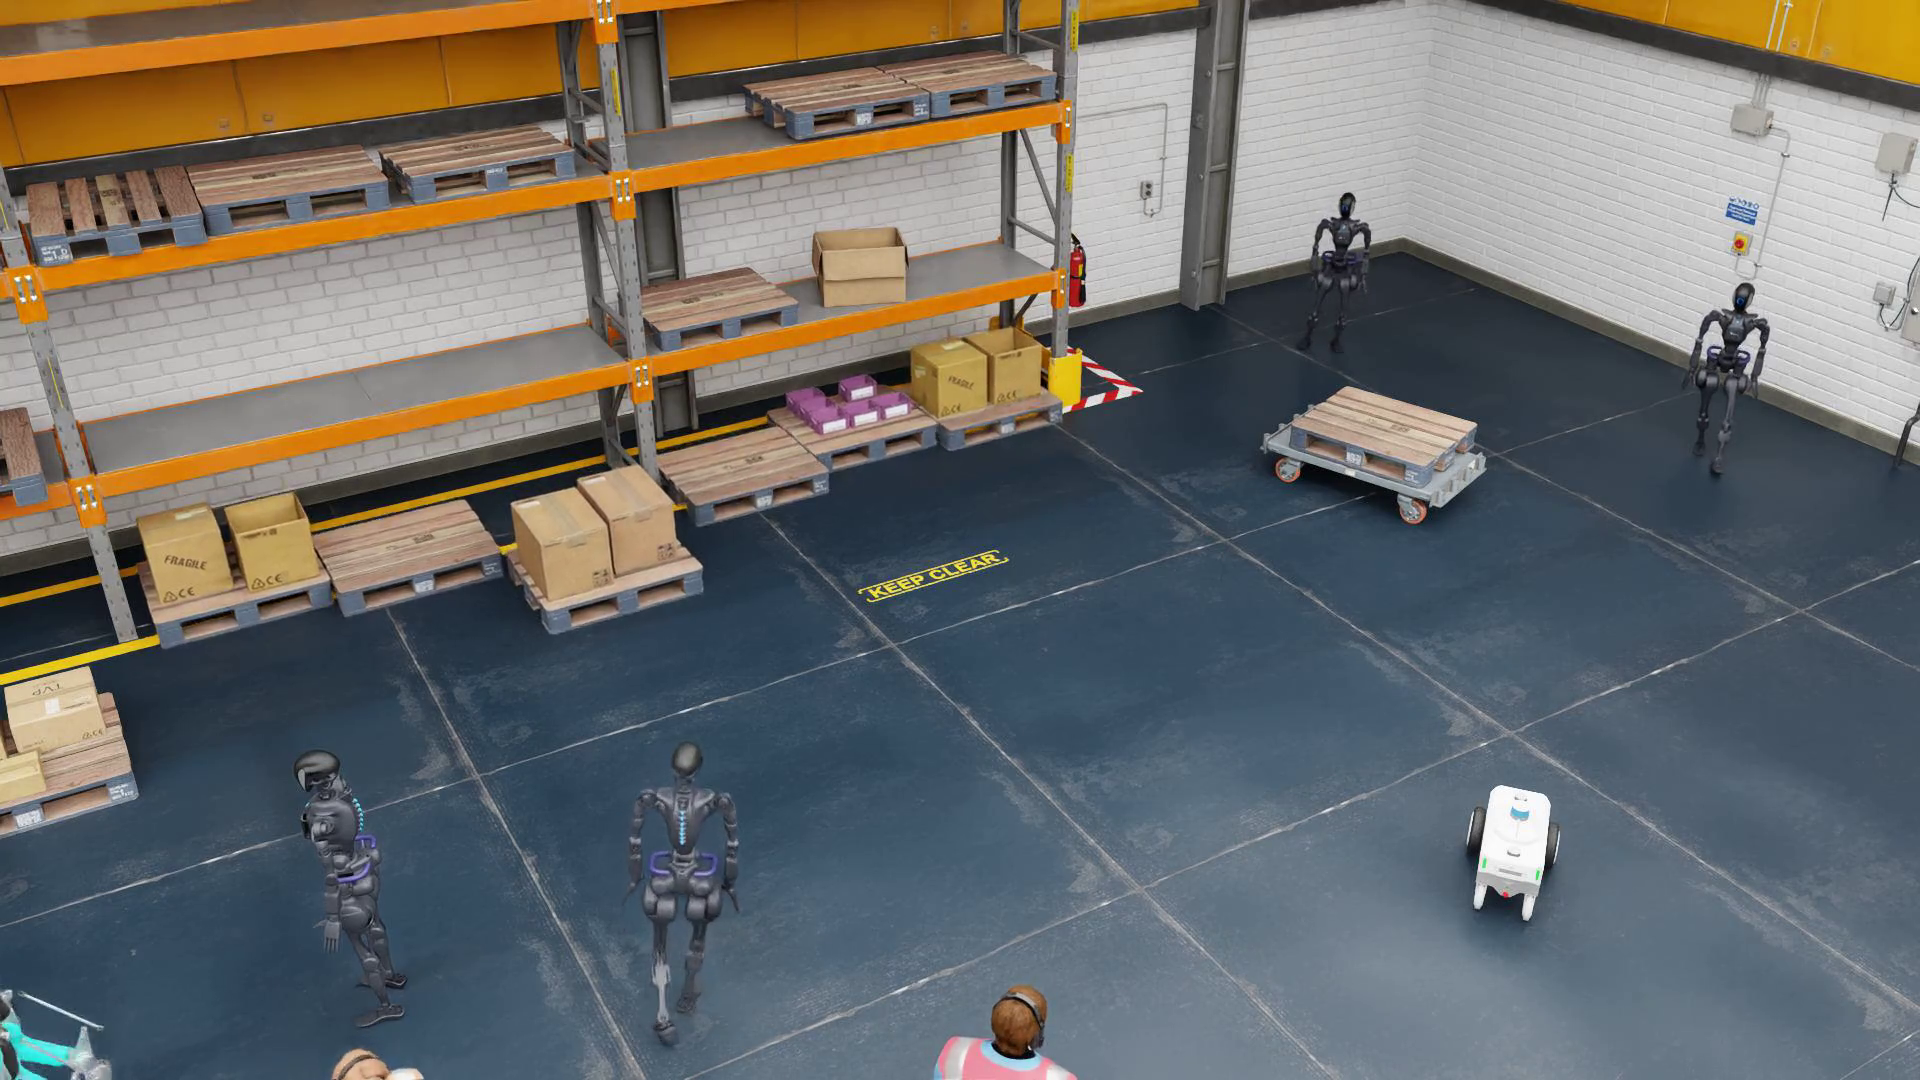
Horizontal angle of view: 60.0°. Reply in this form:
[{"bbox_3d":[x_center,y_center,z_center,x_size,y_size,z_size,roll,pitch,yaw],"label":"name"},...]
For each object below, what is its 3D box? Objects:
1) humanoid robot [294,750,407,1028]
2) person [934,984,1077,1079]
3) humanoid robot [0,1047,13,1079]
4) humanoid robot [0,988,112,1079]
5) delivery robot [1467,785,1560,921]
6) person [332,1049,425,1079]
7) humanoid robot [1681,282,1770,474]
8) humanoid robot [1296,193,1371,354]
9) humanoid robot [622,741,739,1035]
[{"bbox_3d":[-3.099,1.751,8.430,0.315,1.657,0.599,-4,30,-7],"label":"humanoid robot"},{"bbox_3d":[0.207,2.563,6.855,0.629,1.836,0.431,11,31,19],"label":"person"},{"bbox_3d":[-4.309,2.521,7.033,0.679,1.814,0.540,-7,30,-12],"label":"humanoid robot"},{"bbox_3d":[-4.204,2.240,7.539,0.739,1.798,0.553,-13,32,-22],"label":"humanoid robot"},{"bbox_3d":[3.189,1.759,9.590,0.499,0.614,0.808,10,31,18],"label":"delivery robot"},{"bbox_3d":[-2.389,2.665,6.887,0.706,1.610,0.511,18,34,29],"label":"person"},{"bbox_3d":[6.435,-1.386,14.016,0.608,1.631,0.714,13,32,22],"label":"humanoid robot"},{"bbox_3d":[3.655,-2.594,16.147,0.639,1.640,0.382,6,30,11],"label":"humanoid robot"},{"bbox_3d":[-1.431,1.796,8.395,0.625,1.638,0.531,2,30,3],"label":"humanoid robot"}]
